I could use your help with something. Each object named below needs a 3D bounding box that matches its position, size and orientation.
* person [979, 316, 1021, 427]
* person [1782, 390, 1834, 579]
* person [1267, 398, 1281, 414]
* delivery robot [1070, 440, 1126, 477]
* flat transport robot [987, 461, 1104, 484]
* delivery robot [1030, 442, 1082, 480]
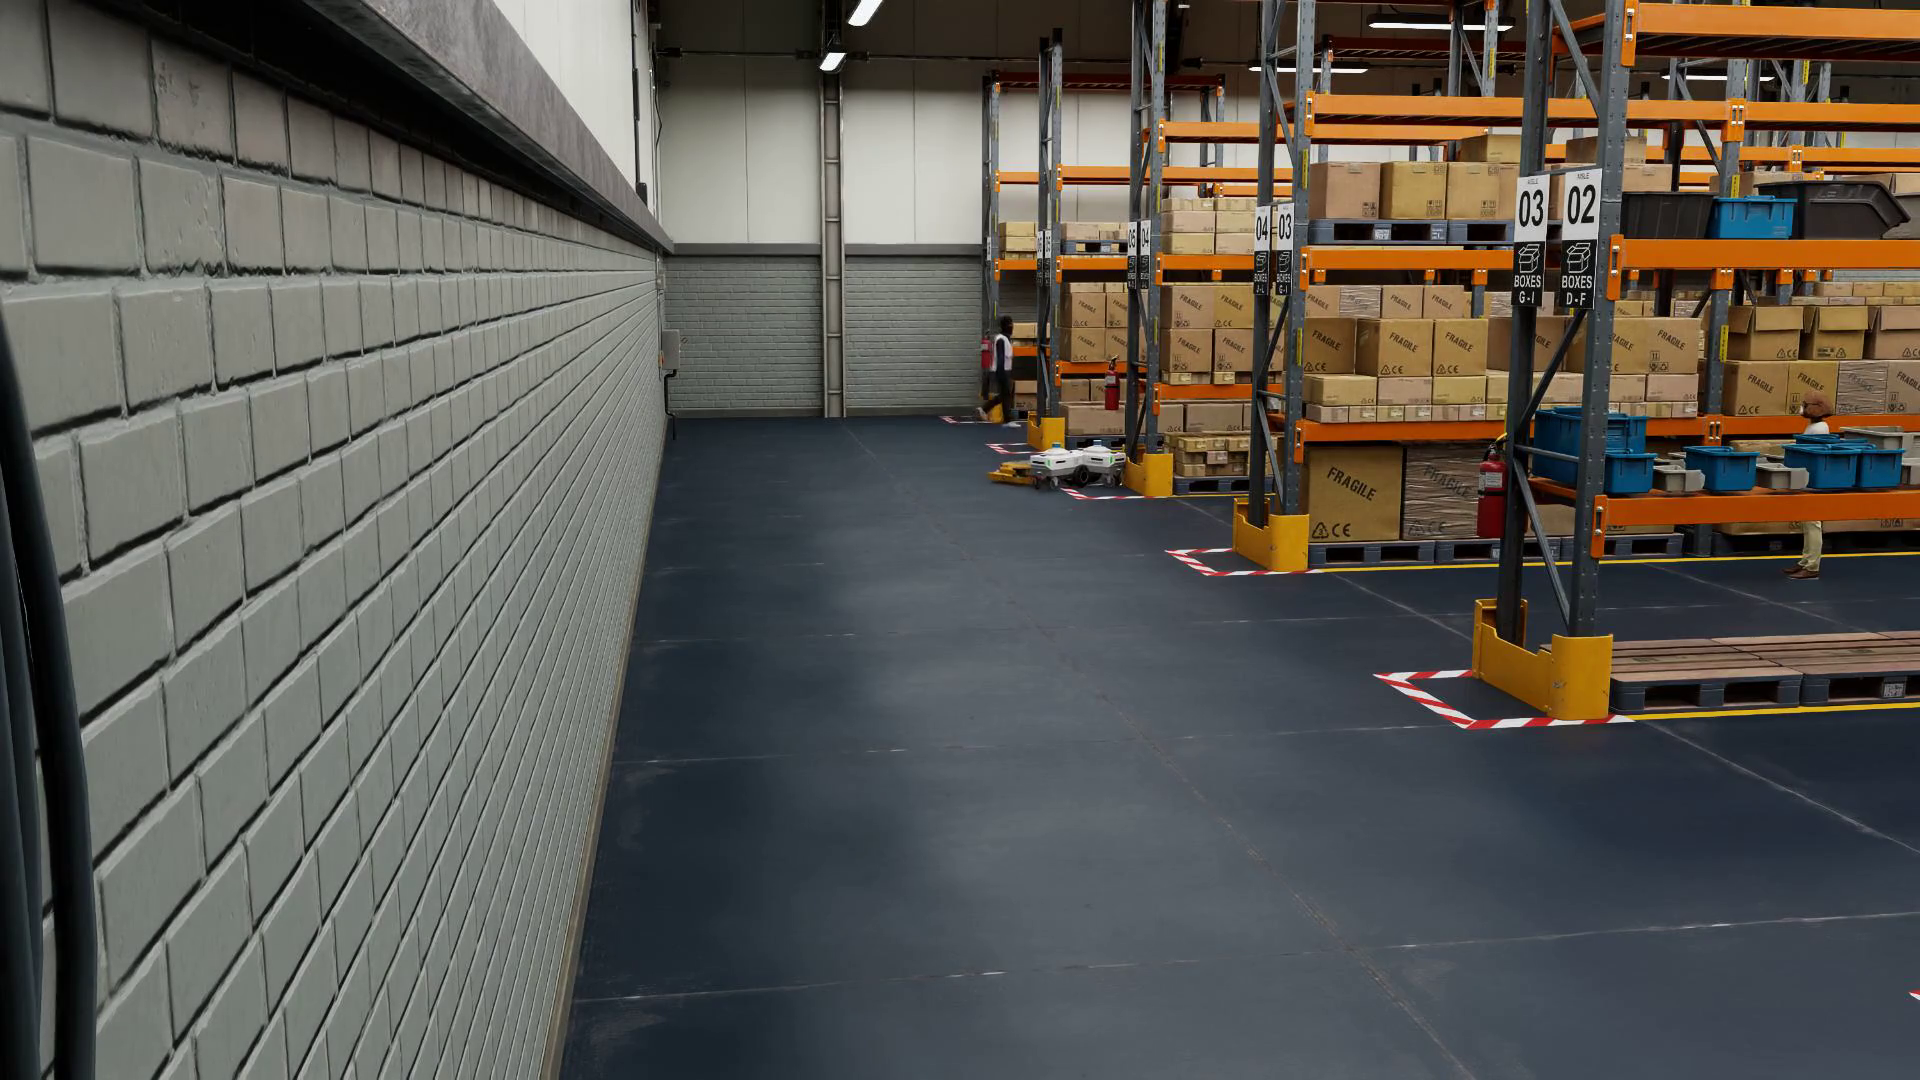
[{"bbox_3d":[0.683,-2.856,28.215,0.666,1.897,0.597,2,9,11],"label":"person"},{"bbox_3d":[7.317,-0.476,14.330,0.281,1.636,0.500,3,10,20],"label":"person"},{"bbox_3d":[4.578,-2.233,24.264,0.376,1.930,0.544,-4,10,-21],"label":"person"},{"bbox_3d":[1.695,-0.990,20.538,0.707,0.478,0.477,8,12,41],"label":"delivery robot"},{"bbox_3d":[1.095,-0.894,21.106,1.431,0.197,0.652,-7,12,-37],"label":"flat transport robot"},{"bbox_3d":[1.172,-0.944,20.253,0.477,0.478,0.707,8,12,41],"label":"delivery robot"}]
